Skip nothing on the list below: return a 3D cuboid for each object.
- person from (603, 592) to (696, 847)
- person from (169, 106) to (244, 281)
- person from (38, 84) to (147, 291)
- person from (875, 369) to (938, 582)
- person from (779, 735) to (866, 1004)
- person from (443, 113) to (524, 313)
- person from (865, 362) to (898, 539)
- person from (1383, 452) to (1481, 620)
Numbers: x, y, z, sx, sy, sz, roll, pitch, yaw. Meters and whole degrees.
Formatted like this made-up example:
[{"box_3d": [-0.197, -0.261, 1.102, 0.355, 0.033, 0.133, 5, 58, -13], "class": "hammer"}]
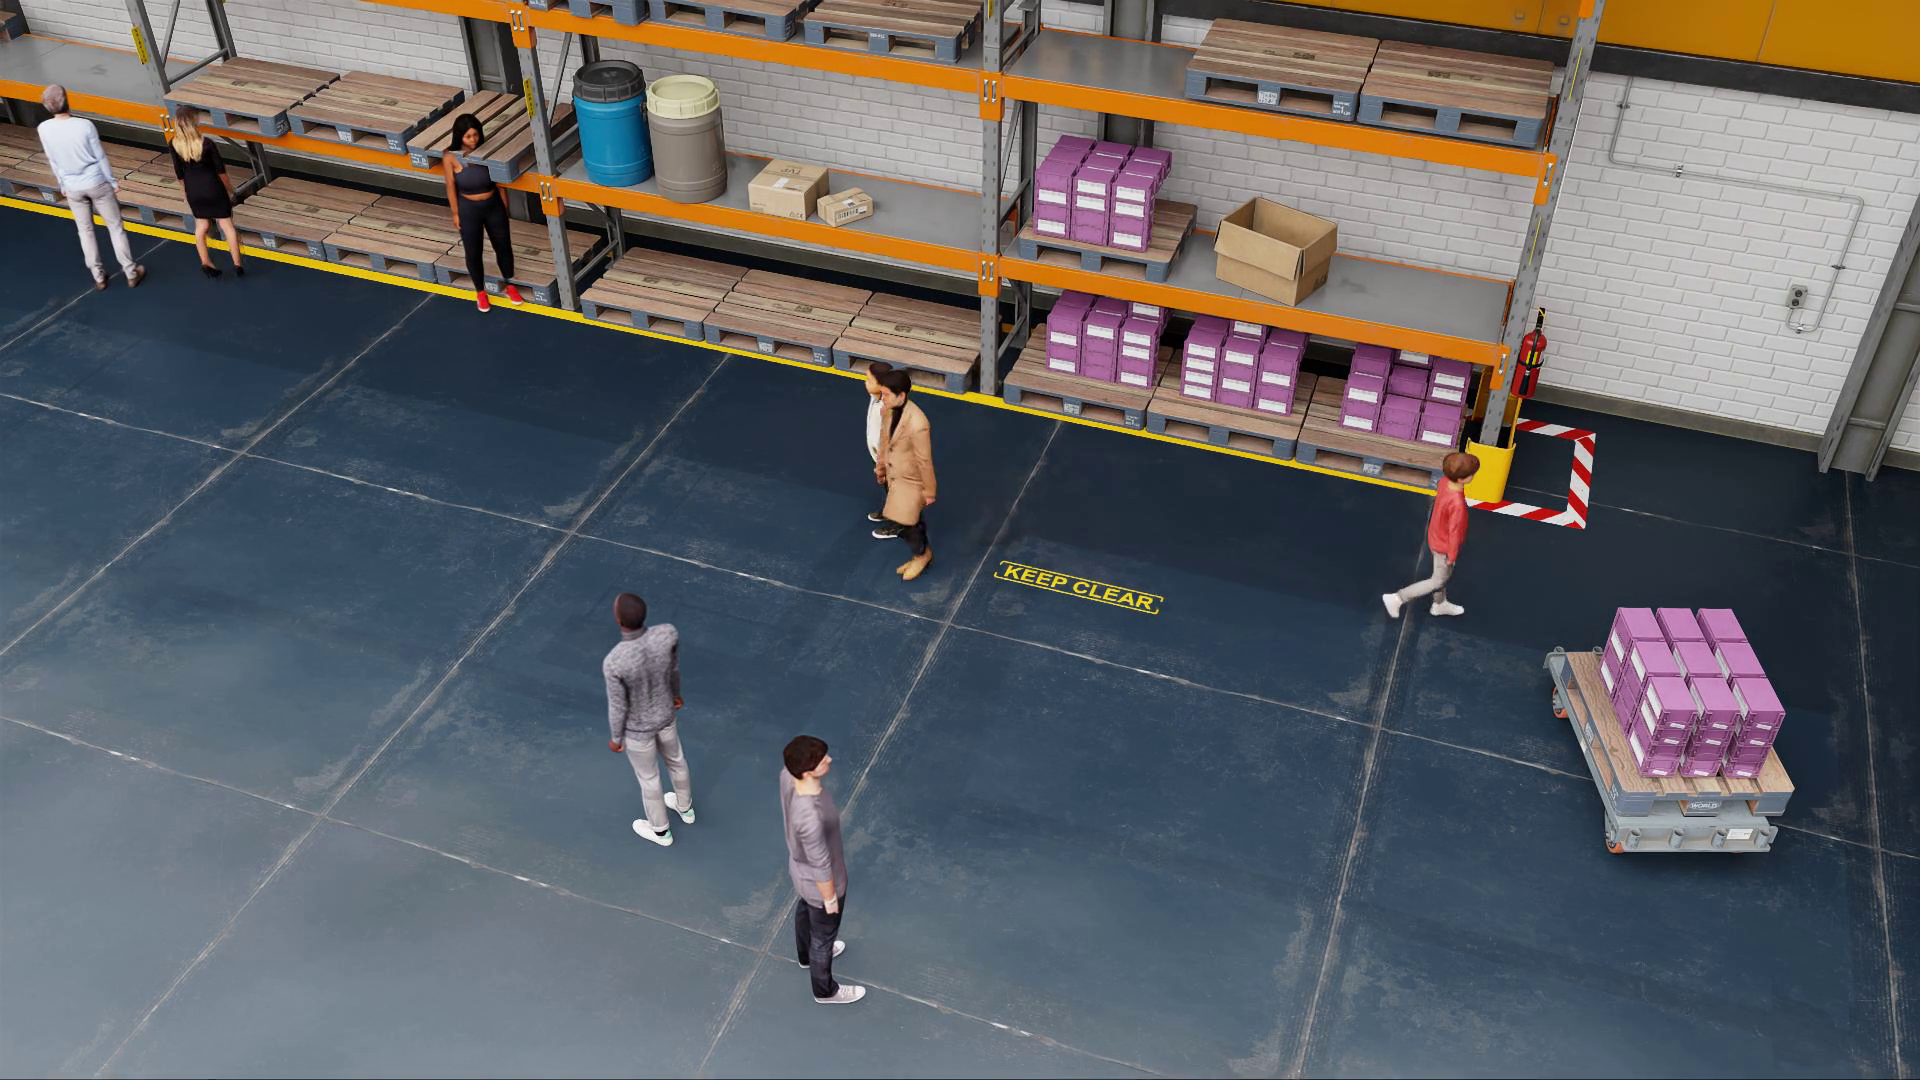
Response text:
[{"box_3d": [-1.800, 1.030, 9.619, 0.676, 1.838, 0.758, 27, 46, 30], "class": "person"}, {"box_3d": [-6.727, -3.075, 14.898, 0.615, 1.666, 0.733, -8, 39, -10], "class": "person"}, {"box_3d": [-7.763, -3.134, 14.794, 0.662, 1.887, 0.786, -6, 39, -7], "class": "person"}, {"box_3d": [-0.285, -0.476, 11.605, 0.878, 1.713, 0.804, -22, 44, -25], "class": "person"}, {"box_3d": [-0.762, 1.718, 8.746, 0.777, 1.854, 0.740, -13, 40, -16], "class": "person"}, {"box_3d": [-4.193, -2.888, 14.544, 0.768, 1.815, 0.828, -16, 41, -19], "class": "person"}, {"box_3d": [-0.514, -0.662, 12.048, 0.675, 1.452, 0.645, -10, 40, -13], "class": "person"}, {"box_3d": [3.215, -0.002, 11.262, 0.914, 1.401, 0.710, -1, 39, -2], "class": "person"}]
